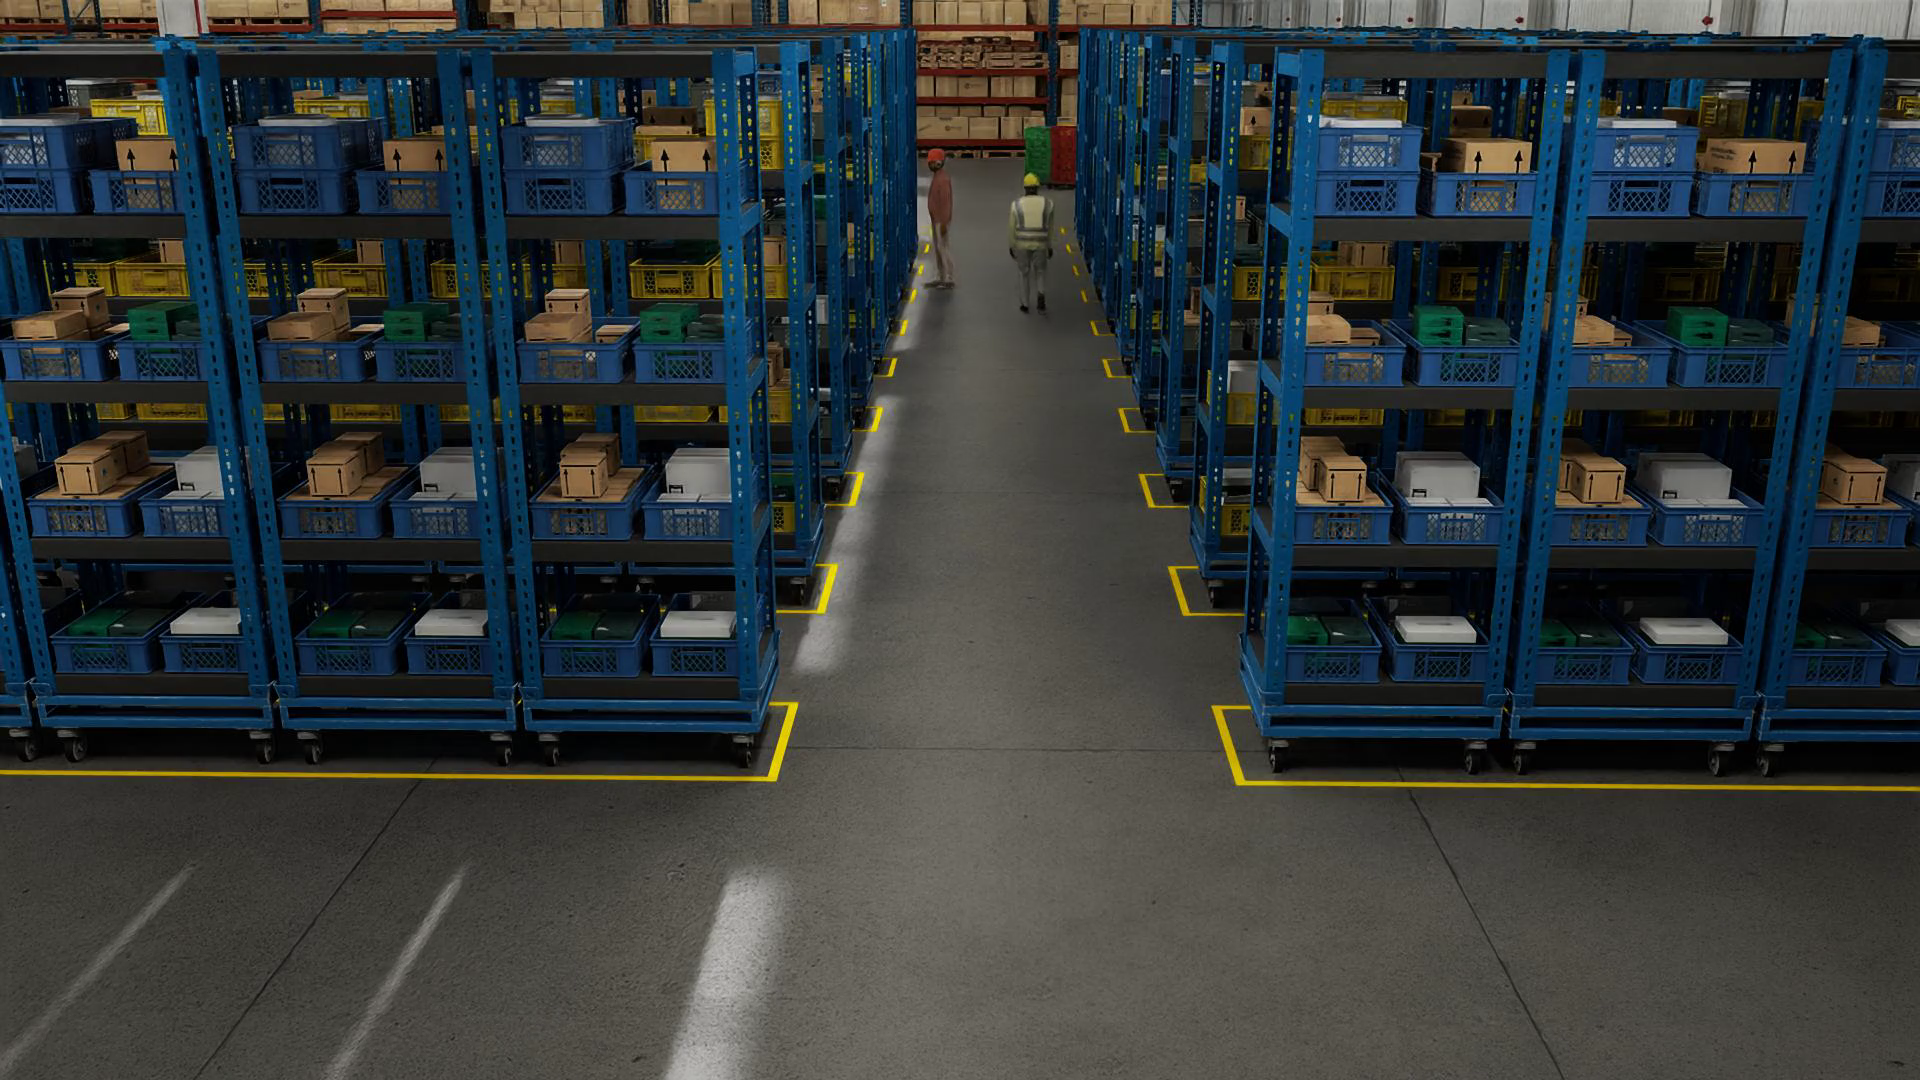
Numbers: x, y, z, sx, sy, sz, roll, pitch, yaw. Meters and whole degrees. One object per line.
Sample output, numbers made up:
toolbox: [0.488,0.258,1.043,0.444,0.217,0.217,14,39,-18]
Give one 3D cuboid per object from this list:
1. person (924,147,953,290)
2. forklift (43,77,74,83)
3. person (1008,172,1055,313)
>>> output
person: [-0.303,-4.550,23.594,0.396,1.992,0.622,-4,18,-13]
forklift: [-24.451,-11.873,45.477,1.129,2.768,1.873,-2,17,-5]
person: [0.927,-3.877,21.752,0.599,1.816,0.426,-2,17,-5]
